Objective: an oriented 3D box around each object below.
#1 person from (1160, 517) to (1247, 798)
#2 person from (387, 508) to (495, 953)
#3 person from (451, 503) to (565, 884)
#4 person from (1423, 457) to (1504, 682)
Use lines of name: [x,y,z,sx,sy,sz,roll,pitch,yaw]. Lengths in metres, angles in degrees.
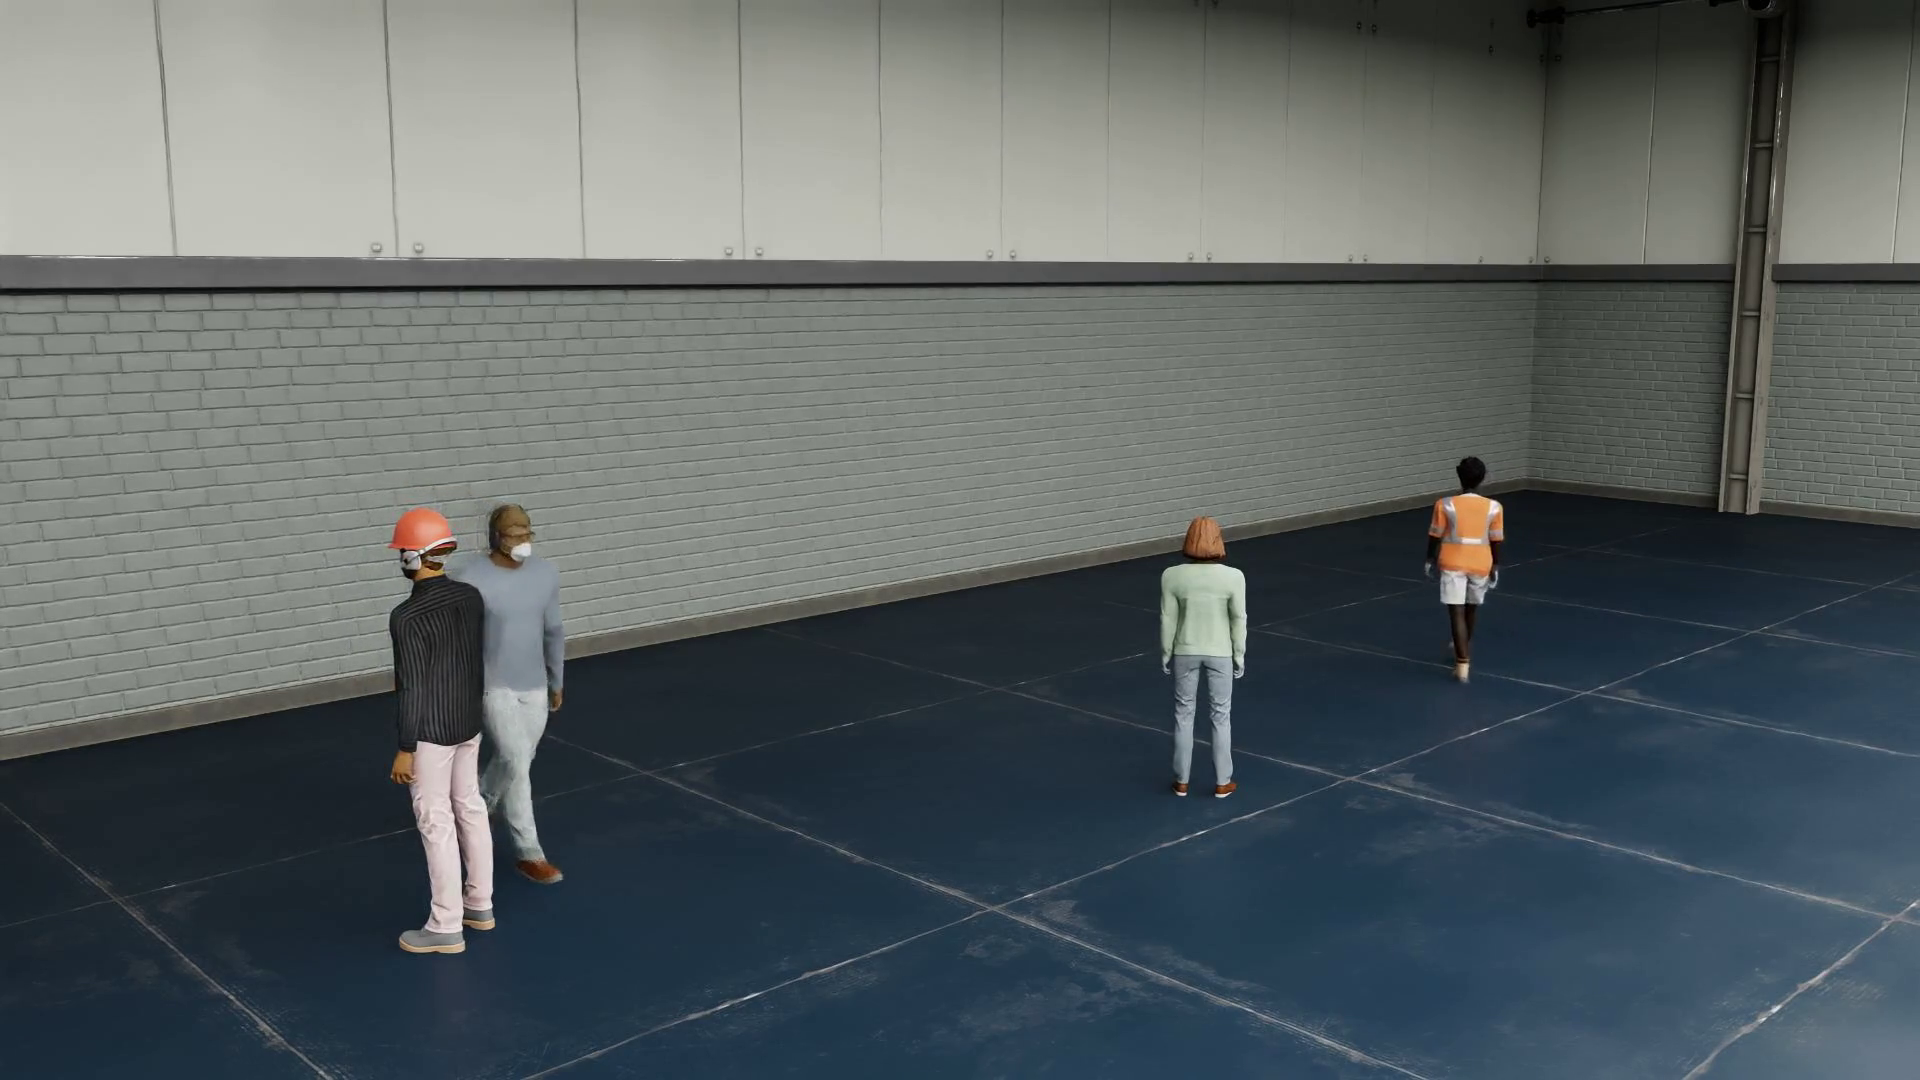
person: [1.403,0.677,9.619,0.499,1.636,0.279,2,9,13]
person: [-2.349,0.847,7.456,0.396,1.992,0.622,3,10,16]
person: [-2.335,0.733,8.489,0.931,1.904,0.630,8,12,40]
person: [3.790,0.197,12.543,0.533,1.644,0.875,0,9,-2]
